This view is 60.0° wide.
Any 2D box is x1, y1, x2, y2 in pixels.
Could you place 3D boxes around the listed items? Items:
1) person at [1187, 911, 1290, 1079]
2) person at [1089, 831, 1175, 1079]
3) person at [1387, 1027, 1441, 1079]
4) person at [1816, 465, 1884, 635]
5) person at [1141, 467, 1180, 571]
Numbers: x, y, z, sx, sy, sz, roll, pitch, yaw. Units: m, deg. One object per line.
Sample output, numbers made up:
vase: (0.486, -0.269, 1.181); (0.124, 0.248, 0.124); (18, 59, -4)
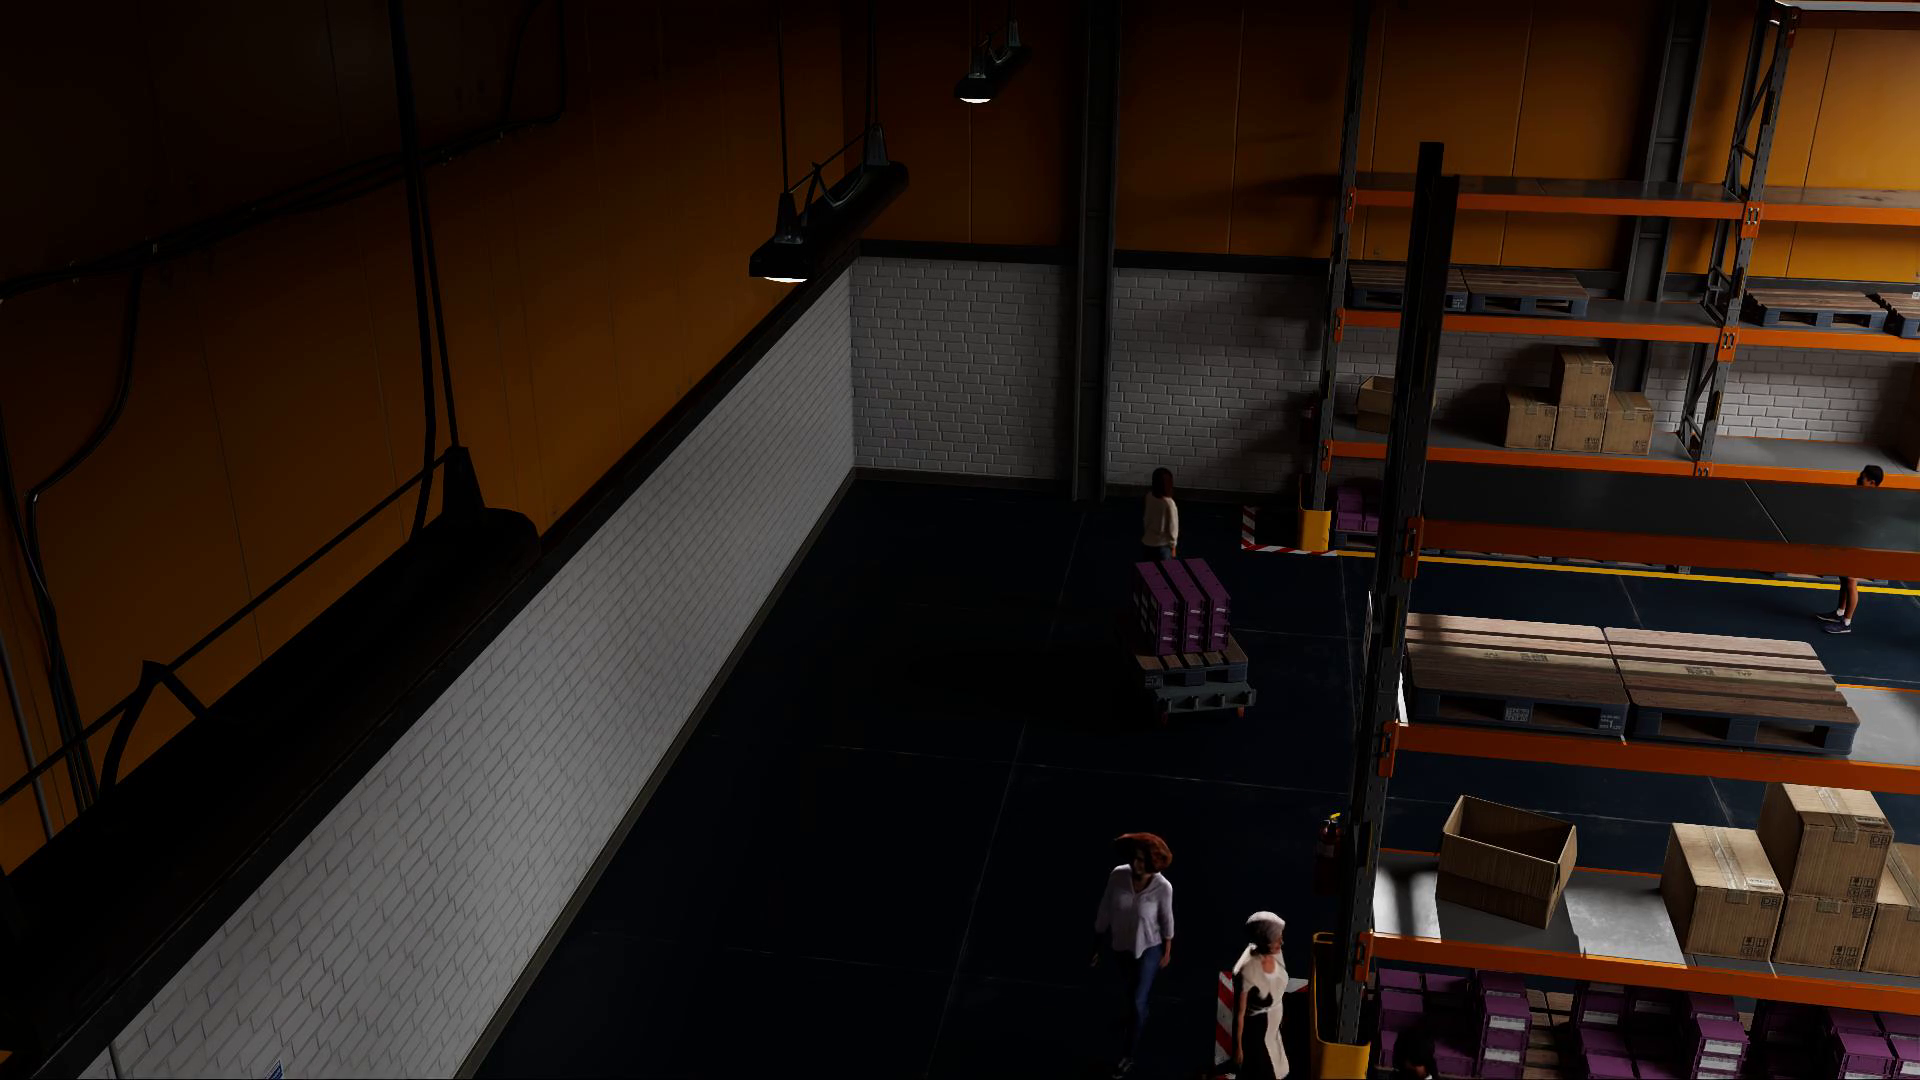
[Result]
person: (1.741, 2.980, 10.221); (0.998, 1.735, 0.844); (15, 28, 30)
person: (1.222, 2.631, 11.087); (1.070, 1.681, 0.979); (16, 28, 33)
person: (2.565, 3.404, 9.264); (1.108, 1.725, 0.665); (1, 24, 3)
person: (9.047, 0.081, 16.802); (0.519, 1.776, 0.613); (5, 24, 11)
person: (2.021, 0.046, 16.999); (0.746, 1.683, 0.694); (-14, 27, -30)
